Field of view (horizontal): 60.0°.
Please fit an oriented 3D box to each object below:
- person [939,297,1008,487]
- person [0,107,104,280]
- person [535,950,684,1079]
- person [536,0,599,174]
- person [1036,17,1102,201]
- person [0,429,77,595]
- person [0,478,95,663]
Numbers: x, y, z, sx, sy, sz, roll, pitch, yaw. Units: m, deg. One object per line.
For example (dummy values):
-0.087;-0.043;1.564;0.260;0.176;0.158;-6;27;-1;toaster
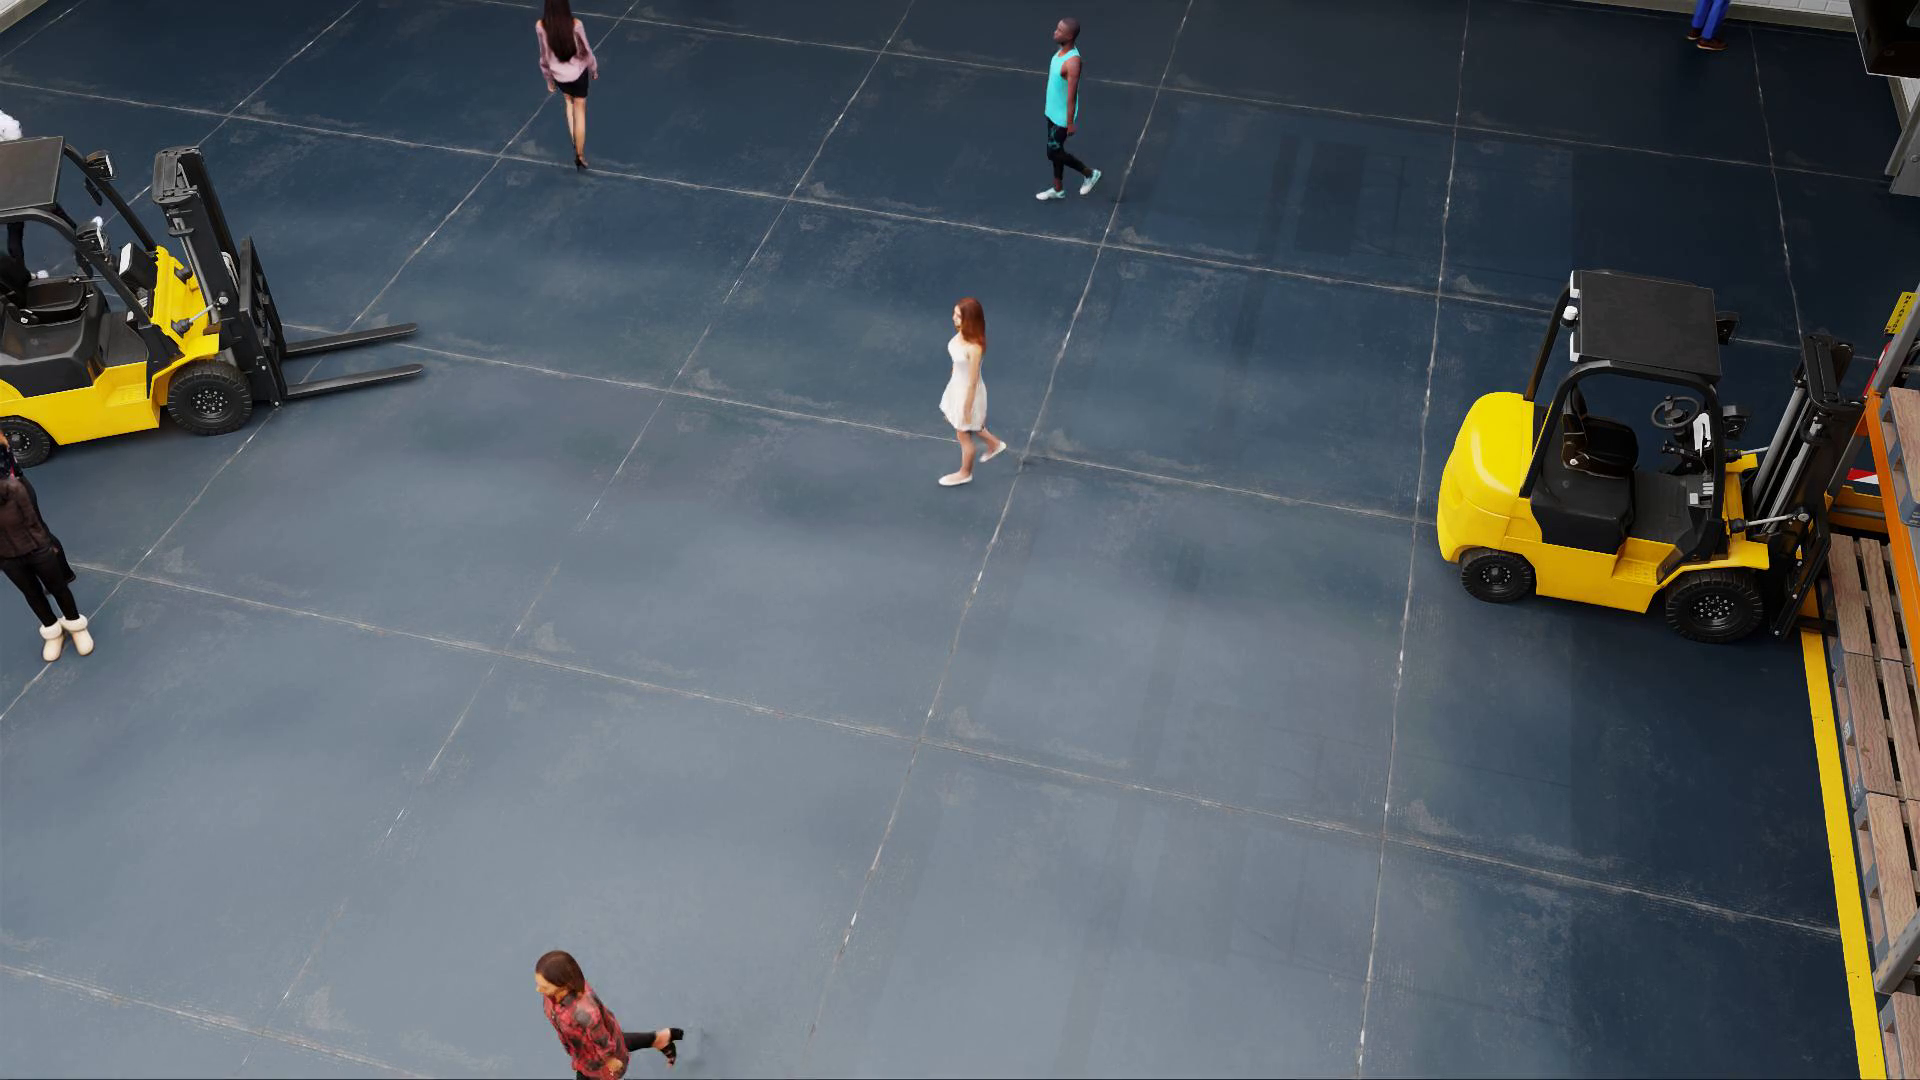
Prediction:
0.134;-1.094;12.202;0.817;1.703;0.816;-8;44;-8;person
-8.041;-2.963;14.049;0.693;1.860;1.209;10;45;10;person
-1.808;2.487;8.467;1.076;1.669;0.947;-32;52;-29;person
-3.621;-4.225;15.419;0.674;1.797;0.698;4;44;4;person
1.011;-3.867;15.045;0.838;1.795;0.856;-4;44;-5;person
-6.524;-0.354;11.439;0.665;1.684;0.646;-33;52;-29;person
-6.203;0.068;11.013;0.696;1.660;0.752;-7;44;-7;person
